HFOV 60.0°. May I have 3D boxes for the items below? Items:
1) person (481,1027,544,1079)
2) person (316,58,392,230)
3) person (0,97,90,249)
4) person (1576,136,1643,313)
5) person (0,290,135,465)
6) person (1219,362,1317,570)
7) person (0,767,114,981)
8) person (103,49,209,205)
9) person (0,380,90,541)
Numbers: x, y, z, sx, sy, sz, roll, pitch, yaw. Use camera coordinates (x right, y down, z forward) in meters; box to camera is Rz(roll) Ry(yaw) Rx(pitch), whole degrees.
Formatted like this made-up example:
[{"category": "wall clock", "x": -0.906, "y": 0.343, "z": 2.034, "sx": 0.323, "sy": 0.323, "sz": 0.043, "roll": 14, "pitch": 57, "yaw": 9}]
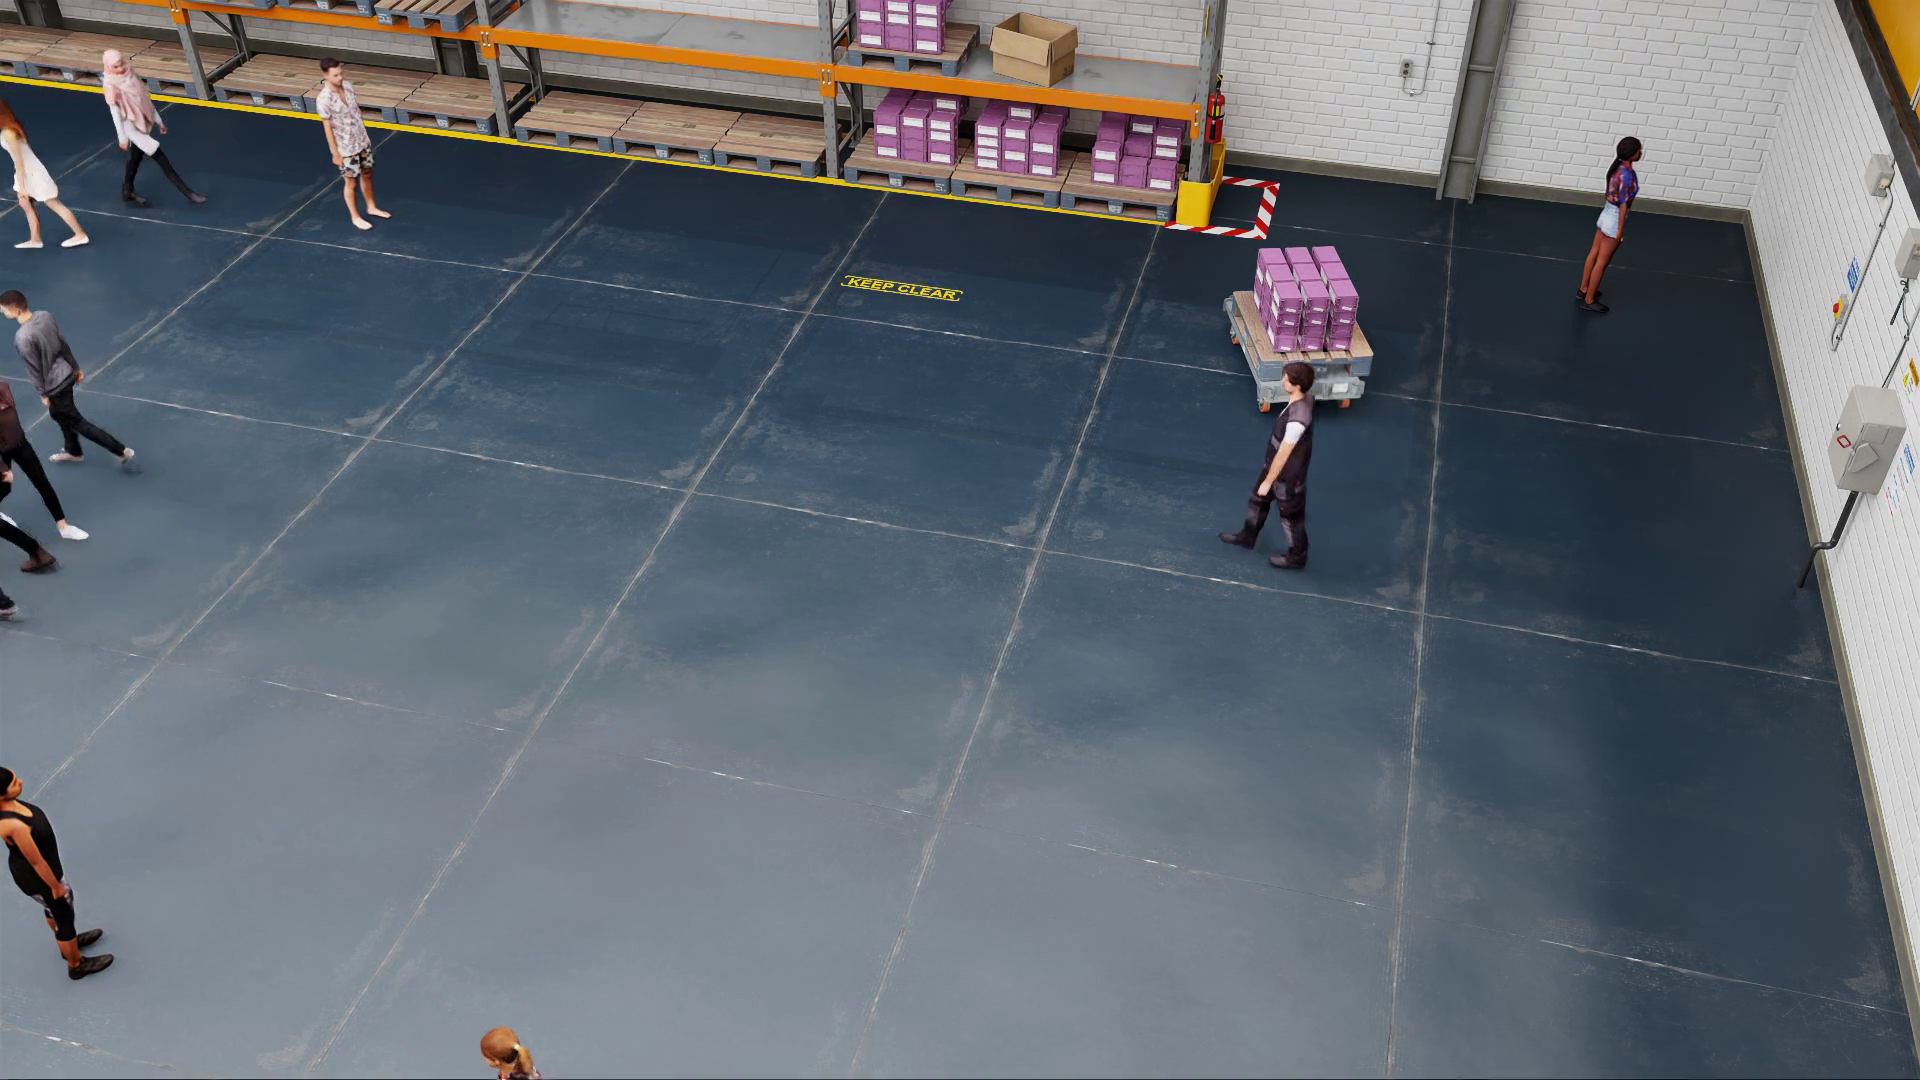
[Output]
[{"category": "person", "x": -2.157, "y": 3.003, "z": 8.653, "sx": 0.748, "sy": 1.271, "sz": 0.677, "roll": -13, "pitch": 41, "yaw": -16}, {"category": "person", "x": -6.310, "y": -4.108, "z": 17.124, "sx": 0.624, "sy": 1.811, "sz": 0.703, "roll": 15, "pitch": 41, "yaw": 18}, {"category": "person", "x": -9.226, "y": -3.680, "z": 16.699, "sx": 1.002, "sy": 1.673, "sz": 0.905, "roll": -16, "pitch": 41, "yaw": -19}, {"category": "person", "x": 6.196, "y": -3.021, "z": 15.817, "sx": 0.583, "sy": 1.743, "sz": 0.635, "roll": 2, "pitch": 39, "yaw": 2}, {"category": "person", "x": -7.335, "y": -1.273, "z": 13.639, "sx": 1.110, "sy": 1.730, "sz": 0.810, "roll": 4, "pitch": 39, "yaw": 5}, {"category": "person", "x": 2.586, "y": -0.523, "z": 12.621, "sx": 0.954, "sy": 1.827, "sz": 0.710, "roll": 5, "pitch": 39, "yaw": 6}, {"category": "person", "x": -5.377, "y": 1.920, "z": 9.694, "sx": 0.713, "sy": 1.662, "sz": 0.619, "roll": -27, "pitch": 46, "yaw": -30}, {"category": "person", "x": -8.668, "y": -4.258, "z": 17.372, "sx": 1.244, "sy": 1.735, "sz": 0.769, "roll": 4, "pitch": 39, "yaw": 5}, {"category": "person", "x": -7.489, "y": -0.685, "z": 12.959, "sx": 1.087, "sy": 1.660, "sz": 0.604, "roll": 9, "pitch": 40, "yaw": 12}]
